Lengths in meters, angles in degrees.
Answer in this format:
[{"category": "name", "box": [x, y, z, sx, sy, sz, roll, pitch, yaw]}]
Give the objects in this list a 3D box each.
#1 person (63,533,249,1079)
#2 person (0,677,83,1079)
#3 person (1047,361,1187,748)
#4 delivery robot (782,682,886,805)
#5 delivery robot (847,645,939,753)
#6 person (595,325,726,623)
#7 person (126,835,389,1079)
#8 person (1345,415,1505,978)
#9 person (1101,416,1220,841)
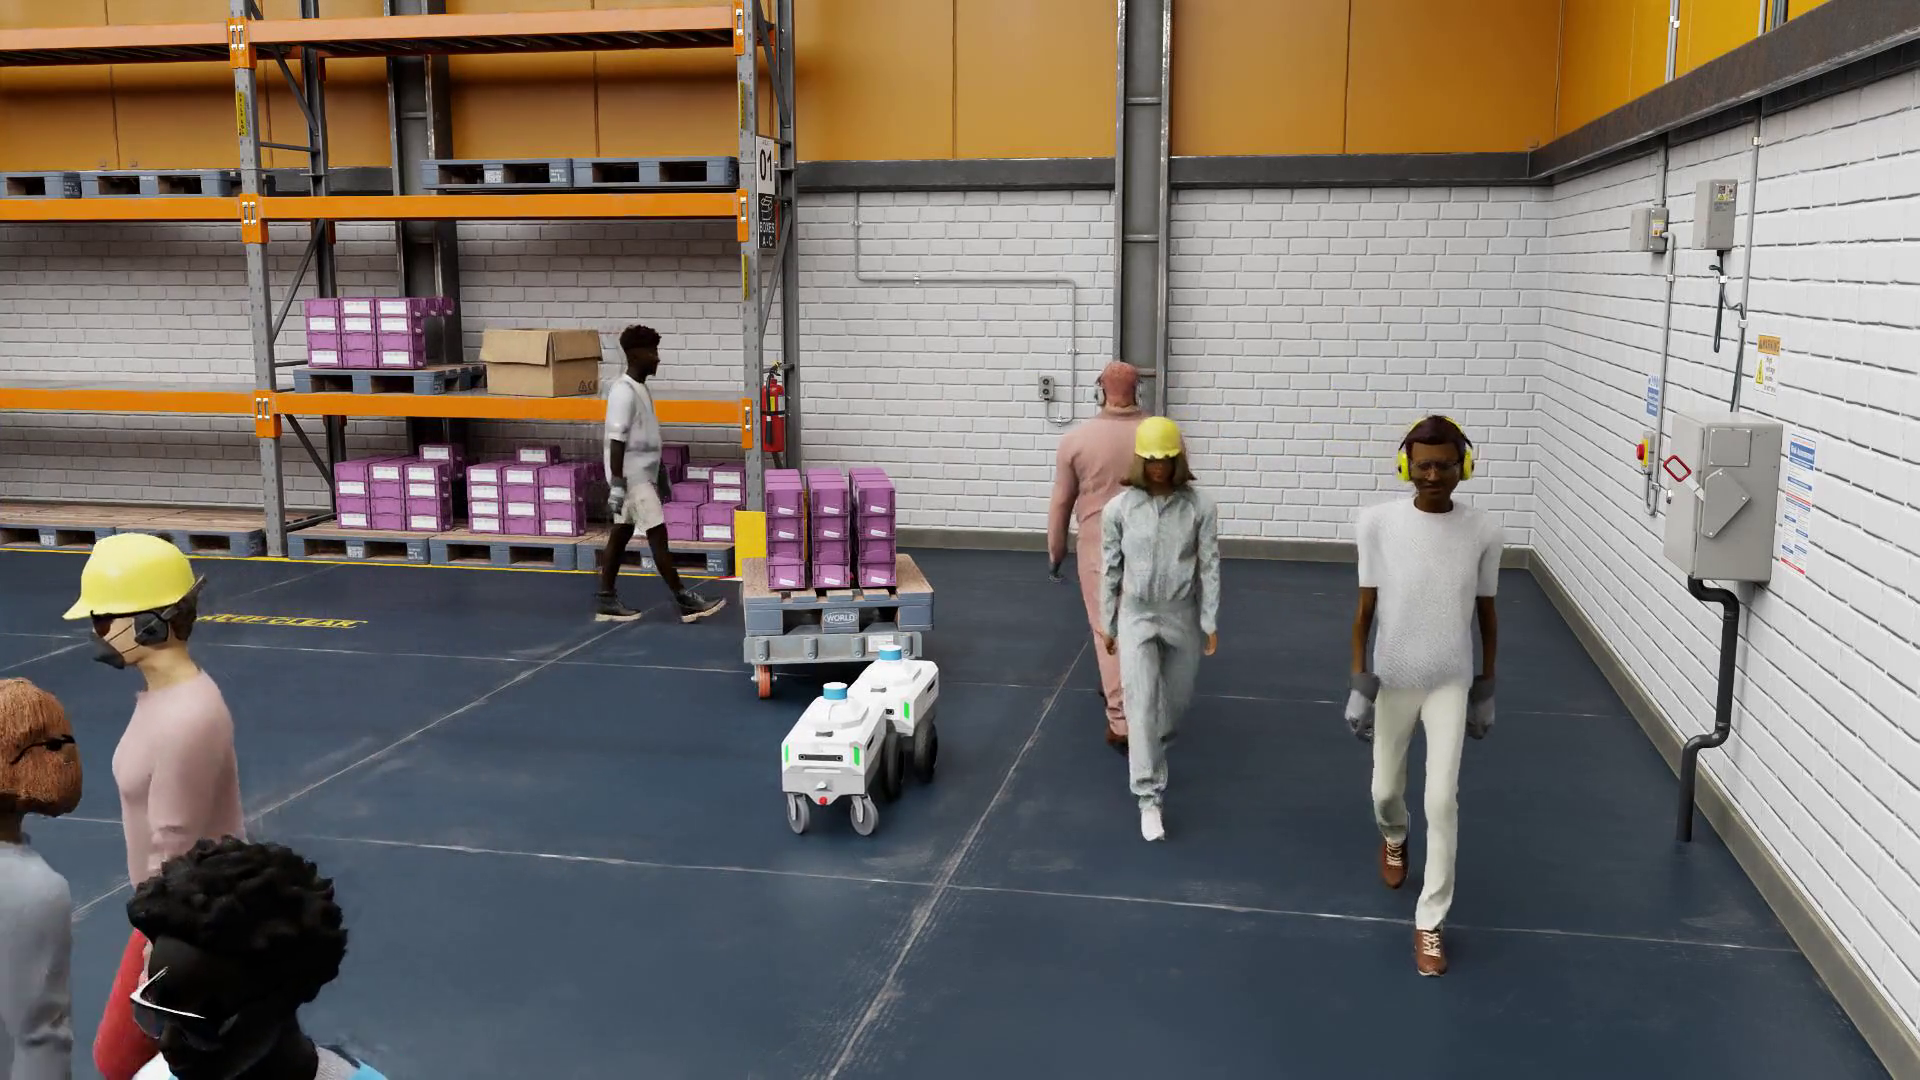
[{"category": "person", "box": [-1.737, 0.853, 3.660, 0.454, 1.752, 0.528, -6, 11, -32]}, {"category": "person", "box": [-1.770, 1.051, 2.930, 0.541, 1.594, 0.804, 6, 11, 33]}, {"category": "person", "box": [0.765, 0.047, 8.221, 0.658, 1.844, 1.039, -2, 10, -9]}, {"category": "delivery robot", "box": [-0.522, 0.844, 7.004, 0.477, 0.478, 0.707, 1, 9, 6]}, {"category": "delivery robot", "box": [-0.319, 0.729, 7.697, 0.477, 0.478, 0.707, 2, 10, 10]}, {"category": "person", "box": [-1.955, -0.412, 10.715, 0.942, 1.923, 0.637, 0, 9, -2]}, {"category": "person", "box": [-0.820, 1.170, 1.932, 0.541, 1.674, 0.631, 4, 10, 21]}, {"category": "person", "box": [1.581, 0.470, 5.704, 0.509, 1.840, 0.818, 2, 10, 13]}, {"category": "person", "box": [0.824, 0.323, 6.978, 0.488, 1.707, 0.787, -1, 9, -4]}]
